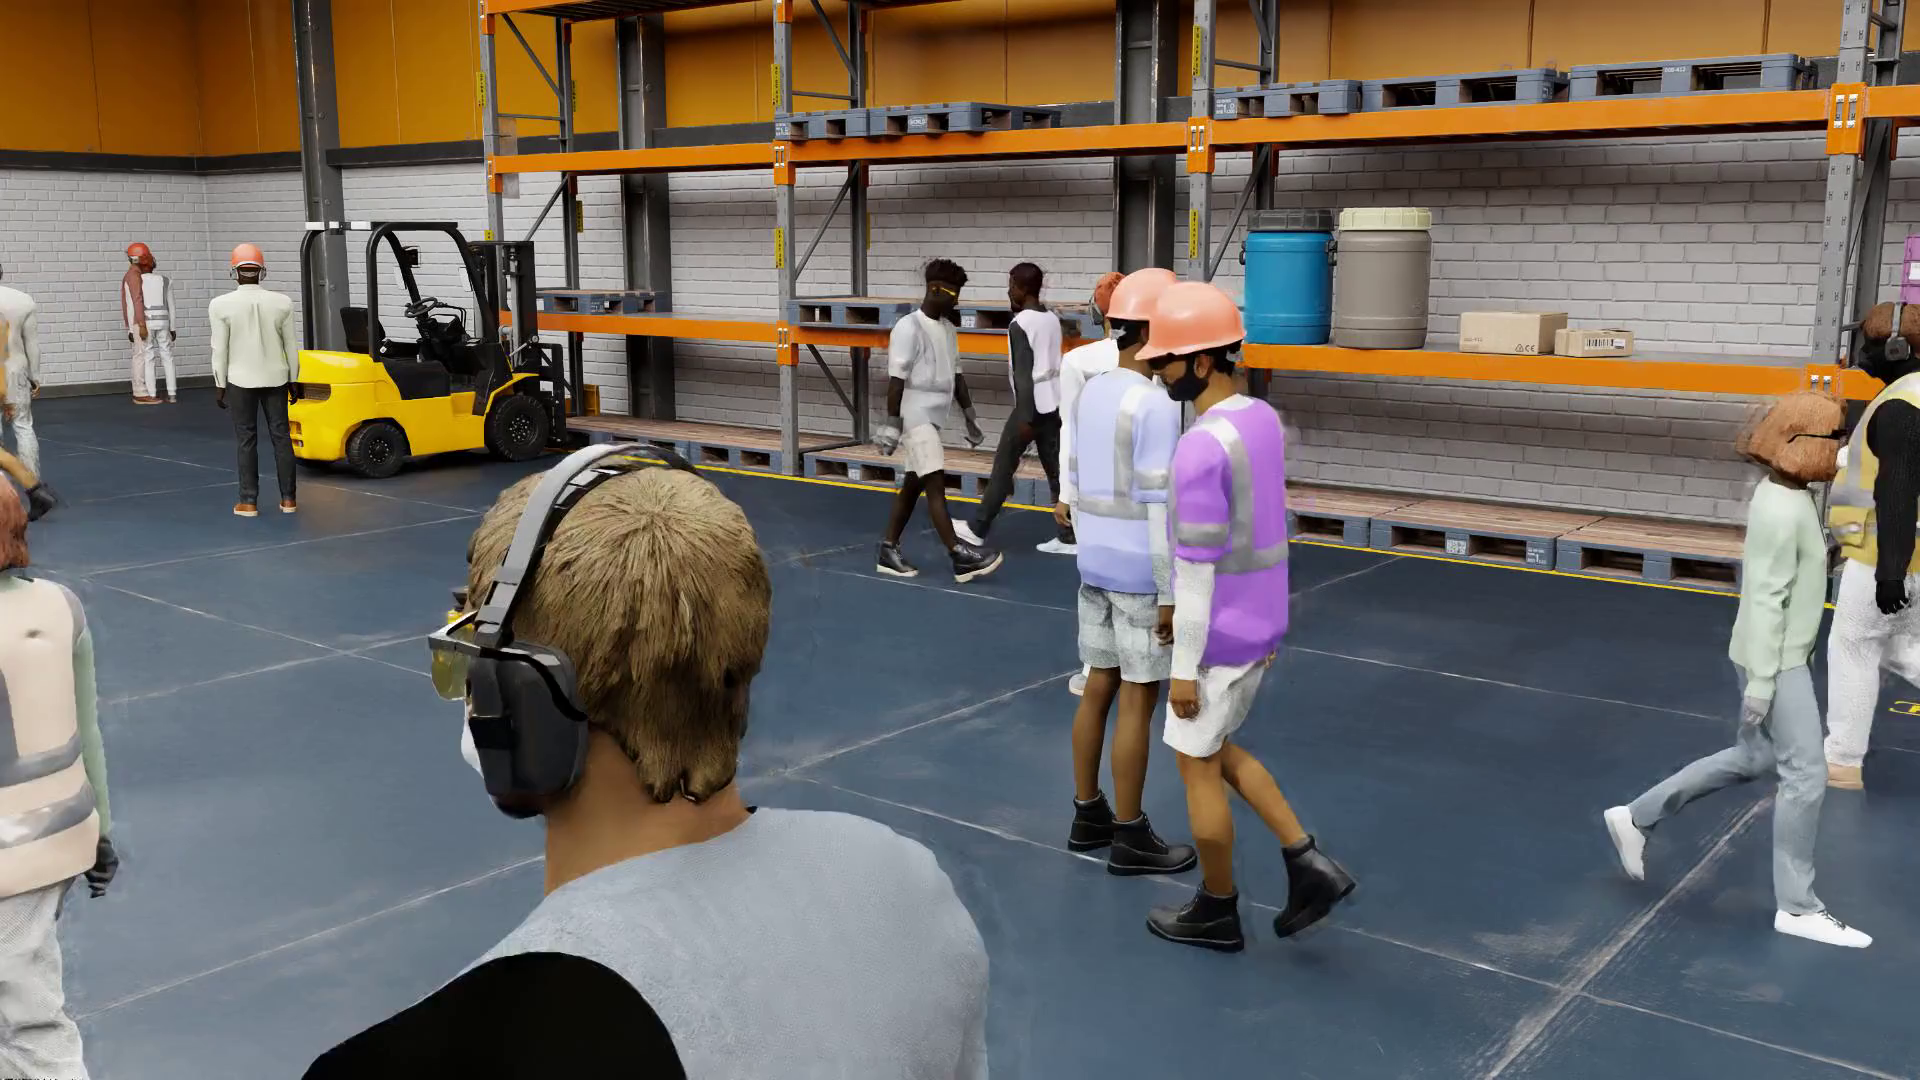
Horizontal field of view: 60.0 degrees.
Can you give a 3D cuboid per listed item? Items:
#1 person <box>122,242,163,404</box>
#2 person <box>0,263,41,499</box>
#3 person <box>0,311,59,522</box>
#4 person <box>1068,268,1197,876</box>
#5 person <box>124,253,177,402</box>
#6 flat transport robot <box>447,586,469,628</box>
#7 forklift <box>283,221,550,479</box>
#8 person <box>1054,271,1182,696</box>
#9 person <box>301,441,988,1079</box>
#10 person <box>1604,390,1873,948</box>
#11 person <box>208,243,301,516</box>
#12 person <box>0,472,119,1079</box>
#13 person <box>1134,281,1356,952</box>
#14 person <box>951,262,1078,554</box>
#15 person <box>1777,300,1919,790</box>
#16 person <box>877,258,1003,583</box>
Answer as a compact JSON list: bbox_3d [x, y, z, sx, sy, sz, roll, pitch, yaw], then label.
[{"bbox_3d":[-10.142,-2.681,20.617,0.398,1.989,0.621,-6,12,-29],"label":"person"},{"bbox_3d":[-7.443,-1.253,12.863,0.373,1.937,0.630,10,14,43],"label":"person"},{"bbox_3d":[-6.951,-1.056,11.896,0.937,1.903,0.557,1,10,4],"label":"person"},{"bbox_3d":[0.568,0.102,5.358,0.375,1.933,0.550,-5,11,-25],"label":"person"},{"bbox_3d":[-10.016,-2.626,20.622,0.574,1.881,0.358,-10,14,-43],"label":"person"},{"bbox_3d":[-1.892,0.316,8.786,1.431,0.197,0.652,1,10,7],"label":"flat transport robot"},{"bbox_3d":[-4.922,-1.741,14.854,1.214,2.155,2.313,8,13,38],"label":"forklift"},{"bbox_3d":[0.695,-0.227,7.314,0.573,1.886,0.353,-3,11,-16],"label":"person"},{"bbox_3d":[-0.202,0.869,1.242,1.000,1.895,0.642,6,12,31],"label":"person"},{"bbox_3d":[2.325,0.351,4.888,0.694,1.607,0.506,5,11,26],"label":"person"},{"bbox_3d":[-5.176,-1.170,12.243,0.612,1.995,0.378,-8,13,-36],"label":"person"},{"bbox_3d":[-1.935,0.648,3.225,0.623,1.619,0.518,0,10,2],"label":"person"},{"bbox_3d":[0.750,0.252,4.584,0.547,1.913,0.582,6,12,30],"label":"person"},{"bbox_3d":[0.380,-0.851,10.802,0.971,1.868,0.623,6,12,28],"label":"person"},{"bbox_3d":[3.468,0.053,5.988,0.739,1.818,0.646,8,13,38],"label":"person"},{"bbox_3d":[-0.129,-0.709,9.920,0.880,1.905,0.634,4,11,20],"label":"person"}]
